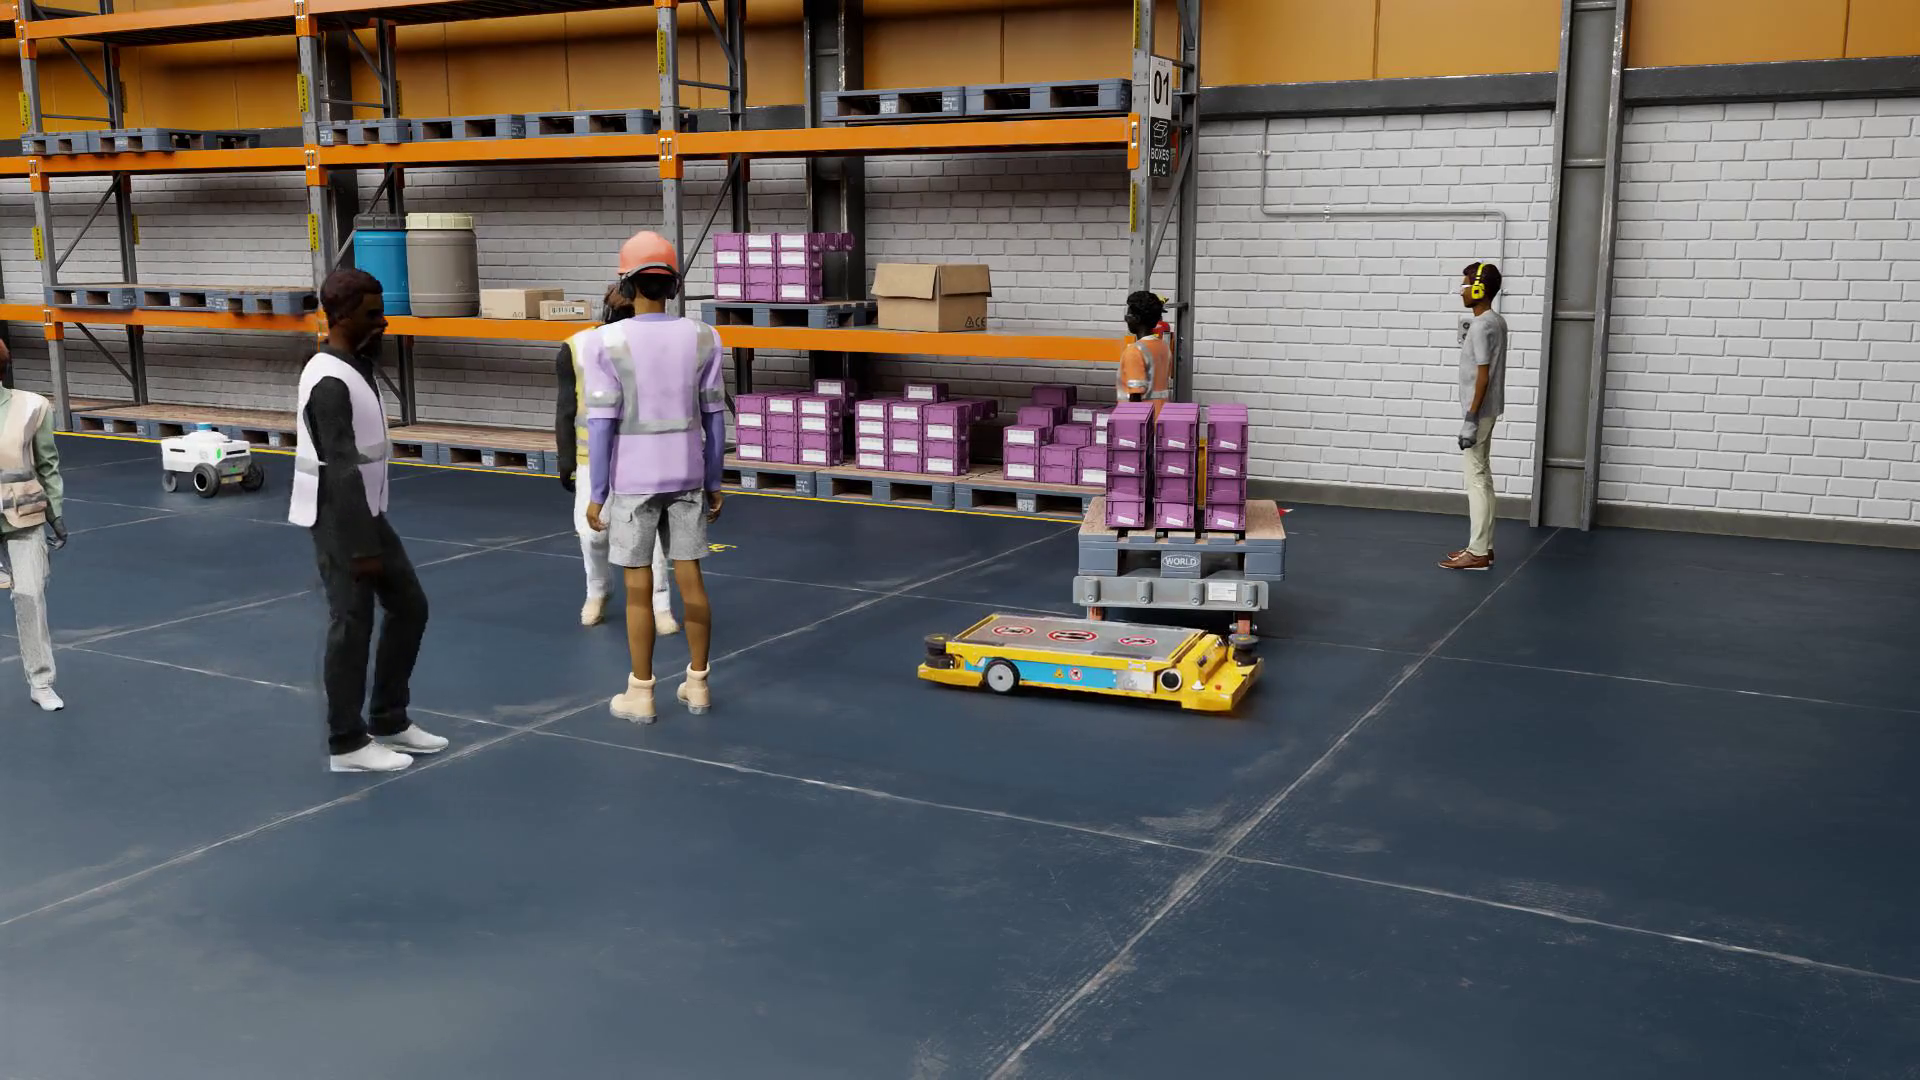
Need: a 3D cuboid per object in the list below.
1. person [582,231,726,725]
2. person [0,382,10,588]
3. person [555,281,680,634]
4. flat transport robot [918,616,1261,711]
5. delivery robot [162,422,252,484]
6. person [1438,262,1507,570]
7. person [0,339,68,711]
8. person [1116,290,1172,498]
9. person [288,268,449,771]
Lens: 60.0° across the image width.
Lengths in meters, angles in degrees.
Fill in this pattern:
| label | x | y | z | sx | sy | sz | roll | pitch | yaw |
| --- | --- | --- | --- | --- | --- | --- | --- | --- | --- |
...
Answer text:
| label | x | y | z | sx | sy | sz | roll | pitch | yaw |
| --- | --- | --- | --- | --- | --- | --- | --- | --- | --- |
| person | -1.278 | -0.254 | 6.955 | 0.615 | 2.043 | 0.373 | -7 | 12 | -33 |
| person | -5.682 | -0.627 | 9.441 | 0.345 | 1.882 | 0.584 | 6 | 12 | 29 |
| person | -1.732 | -0.418 | 8.509 | 0.658 | 1.813 | 0.554 | -3 | 11 | -18 |
| flat transport robot | 0.590 | 0.530 | 7.521 | 1.431 | 0.197 | 0.652 | 4 | 11 | 21 |
| delivery robot | -5.964 | -0.689 | 13.156 | 0.707 | 0.478 | 0.477 | 5 | 11 | 27 |
| person | 3.146 | -0.749 | 10.149 | 0.313 | 1.869 | 0.538 | 5 | 12 | 27 |
| person | -4.048 | -0.058 | 6.998 | 0.523 | 1.636 | 0.311 | -8 | 13 | -38 |
| person | 1.122 | -0.679 | 10.236 | 0.316 | 1.695 | 0.542 | 5 | 12 | 27 |
| person | -2.186 | -0.054 | 6.223 | 0.592 | 1.904 | 0.632 | -2 | 10 | -9 |
